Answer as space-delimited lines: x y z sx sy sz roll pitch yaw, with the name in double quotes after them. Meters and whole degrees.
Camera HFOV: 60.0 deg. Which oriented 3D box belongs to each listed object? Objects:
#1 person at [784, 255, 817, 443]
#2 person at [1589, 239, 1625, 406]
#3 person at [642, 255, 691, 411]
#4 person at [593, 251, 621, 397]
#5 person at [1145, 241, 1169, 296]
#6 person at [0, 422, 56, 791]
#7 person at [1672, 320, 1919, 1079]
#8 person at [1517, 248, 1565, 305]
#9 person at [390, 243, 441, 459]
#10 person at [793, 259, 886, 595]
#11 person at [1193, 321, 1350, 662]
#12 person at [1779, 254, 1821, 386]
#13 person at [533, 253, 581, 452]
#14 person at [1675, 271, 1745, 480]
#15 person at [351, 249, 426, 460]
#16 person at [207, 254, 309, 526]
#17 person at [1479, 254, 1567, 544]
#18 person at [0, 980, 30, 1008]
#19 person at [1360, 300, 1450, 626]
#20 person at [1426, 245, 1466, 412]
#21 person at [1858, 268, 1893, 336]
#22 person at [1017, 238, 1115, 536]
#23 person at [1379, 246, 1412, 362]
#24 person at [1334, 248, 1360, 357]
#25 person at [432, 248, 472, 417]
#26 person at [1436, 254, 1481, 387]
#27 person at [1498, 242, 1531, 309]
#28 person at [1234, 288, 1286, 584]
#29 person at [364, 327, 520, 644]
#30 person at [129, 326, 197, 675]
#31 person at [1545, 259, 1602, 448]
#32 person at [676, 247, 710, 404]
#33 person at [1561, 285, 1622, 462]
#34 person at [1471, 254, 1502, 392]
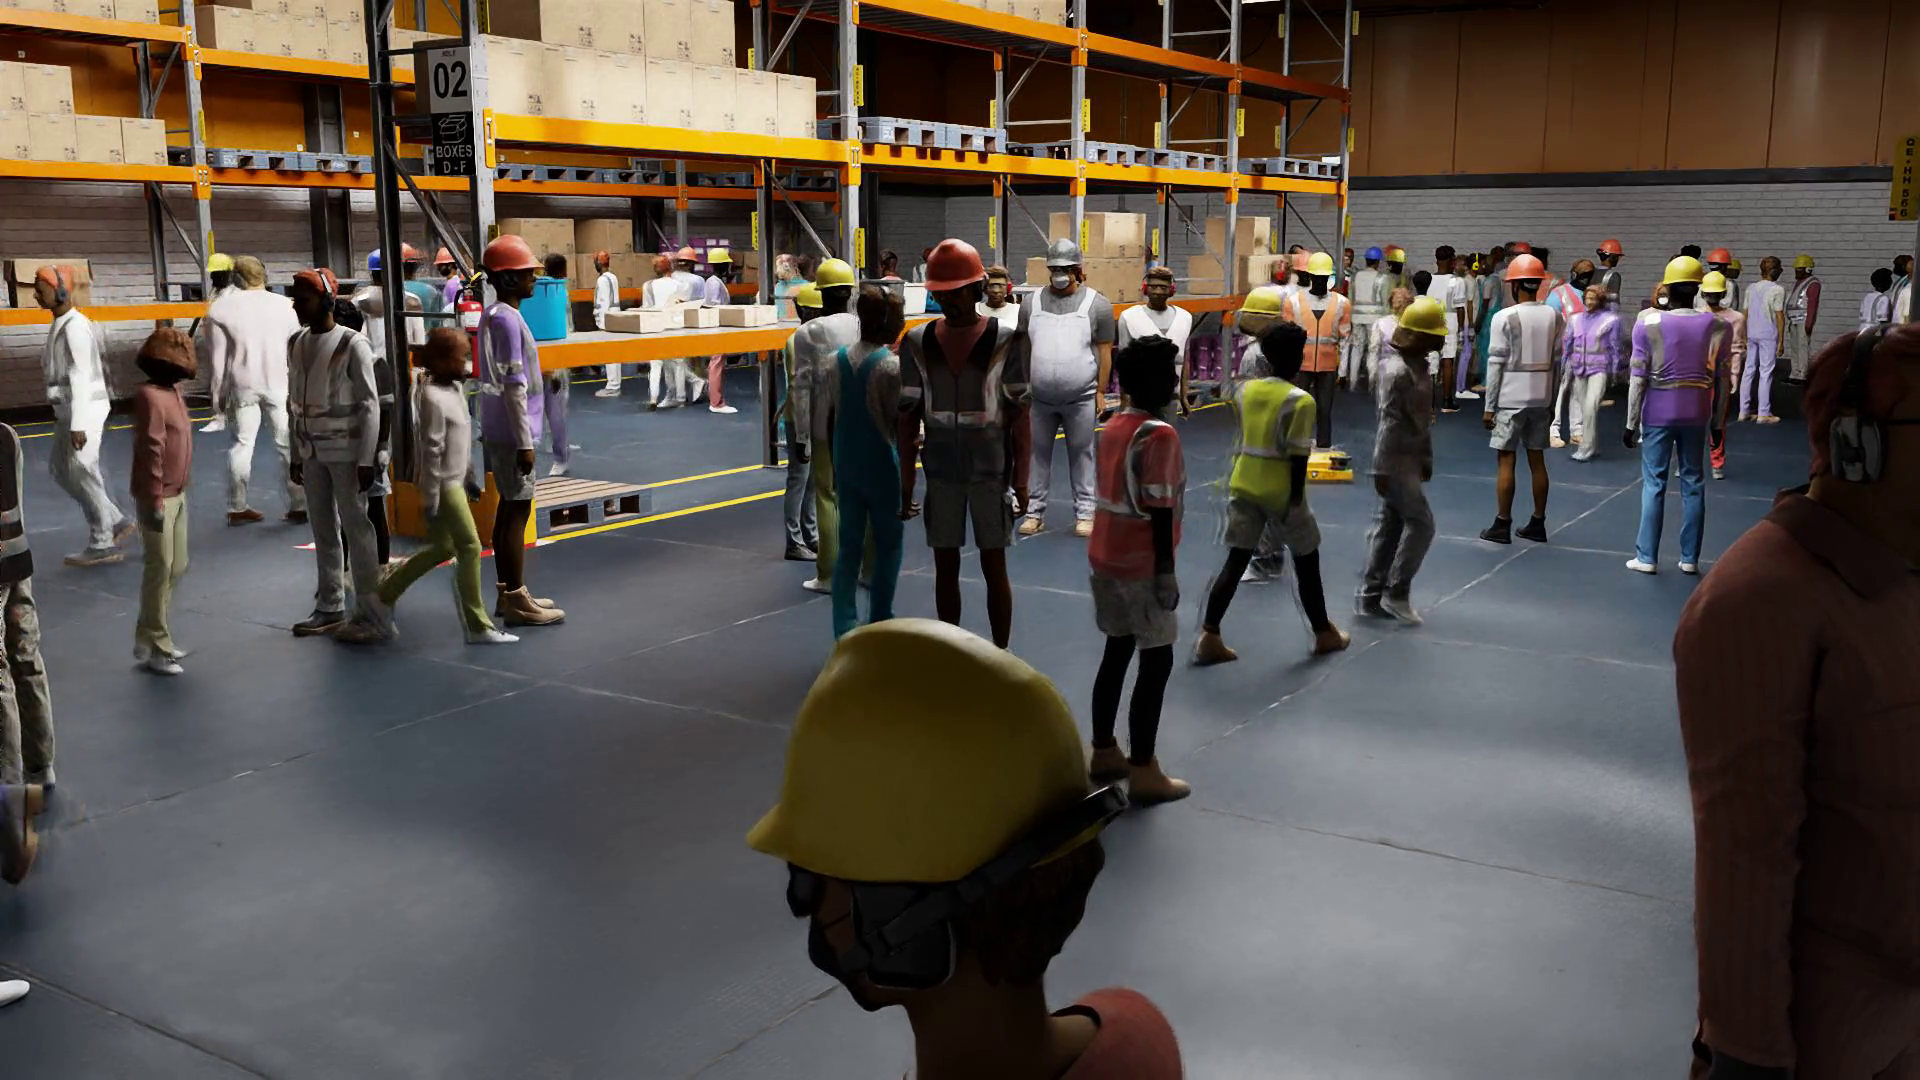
-1.555 -1.855 16.364 0.491 1.873 0.621 -7 12 -34 "person"
7.874 -2.651 20.357 0.405 2.035 0.601 -3 11 -16 "person"
-3.466 -2.451 19.740 0.620 1.856 0.716 0 10 -1 "person"
-4.586 -2.802 21.593 0.361 1.884 0.574 0 10 2 "person"
3.094 -3.714 26.203 0.370 2.044 0.608 0 10 0 "person"
-3.463 0.156 5.887 0.315 1.636 0.515 0 10 1 "person"
1.295 0.641 2.442 0.642 1.913 0.410 -9 13 -40 "person"
7.776 -2.931 22.230 0.627 1.896 1.026 6 12 31 "person"
-4.956 -1.674 15.041 1.040 2.002 0.619 6 12 31 "person"
-0.703 -0.650 9.590 0.584 1.918 0.399 -7 12 -34 "person"
1.500 -0.227 7.993 0.877 1.646 0.524 -8 13 -38 "person"
11.699 -3.049 23.141 0.403 1.824 0.591 1 10 3 "person"
-3.891 -1.773 15.850 0.463 1.899 0.586 -9 13 -40 "person"
6.333 -1.386 14.098 0.523 1.763 0.335 5 11 24 "person"
-4.591 -1.354 13.389 0.605 1.949 0.384 -8 13 -38 "person"
-4.947 -1.055 11.803 0.673 1.924 0.404 -5 11 -25 "person"
3.750 -0.936 11.138 0.546 1.928 0.387 -3 11 -15 "person"
-2.751 0.291 4.332 0.593 1.925 0.384 8 13 38 "person"
2.333 -0.397 8.714 0.508 1.706 0.584 6 12 29 "person"
5.682 -2.489 19.651 0.607 1.959 0.367 8 13 38 "person"
10.725 -2.334 19.514 0.321 1.697 0.535 1 10 4 "person"
0.693 -1.036 11.371 0.684 2.000 0.538 2 10 13 "person"
6.964 -3.761 26.779 0.687 1.916 1.001 -4 11 -20 "person"
6.661 -4.097 28.770 0.576 1.881 0.352 -5 11 -25 "person"
-5.803 -2.366 19.034 0.371 1.933 0.552 -3 11 -14 "person"
6.835 -3.004 22.848 0.630 1.830 0.468 8 13 37 "person"
7.808 -3.156 23.253 0.622 1.989 0.399 6 12 29 "person"
1.765 -0.610 9.833 0.298 1.745 0.484 7 12 34 "person"
-2.625 -0.259 8.271 0.723 1.605 0.536 -1 10 -7 "person"
-3.748 -0.181 7.810 0.362 1.625 0.639 -2 10 -11 "person"
6.036 -1.824 16.307 0.621 1.838 0.429 -3 11 -16 "person"
-3.361 -2.640 20.573 0.542 1.929 0.375 2 11 13 "person"
5.714 -1.512 15.214 0.786 1.605 0.526 -8 13 -37 "person"
7.045 -2.890 22.217 0.348 1.835 0.589 5 11 24 "person"
